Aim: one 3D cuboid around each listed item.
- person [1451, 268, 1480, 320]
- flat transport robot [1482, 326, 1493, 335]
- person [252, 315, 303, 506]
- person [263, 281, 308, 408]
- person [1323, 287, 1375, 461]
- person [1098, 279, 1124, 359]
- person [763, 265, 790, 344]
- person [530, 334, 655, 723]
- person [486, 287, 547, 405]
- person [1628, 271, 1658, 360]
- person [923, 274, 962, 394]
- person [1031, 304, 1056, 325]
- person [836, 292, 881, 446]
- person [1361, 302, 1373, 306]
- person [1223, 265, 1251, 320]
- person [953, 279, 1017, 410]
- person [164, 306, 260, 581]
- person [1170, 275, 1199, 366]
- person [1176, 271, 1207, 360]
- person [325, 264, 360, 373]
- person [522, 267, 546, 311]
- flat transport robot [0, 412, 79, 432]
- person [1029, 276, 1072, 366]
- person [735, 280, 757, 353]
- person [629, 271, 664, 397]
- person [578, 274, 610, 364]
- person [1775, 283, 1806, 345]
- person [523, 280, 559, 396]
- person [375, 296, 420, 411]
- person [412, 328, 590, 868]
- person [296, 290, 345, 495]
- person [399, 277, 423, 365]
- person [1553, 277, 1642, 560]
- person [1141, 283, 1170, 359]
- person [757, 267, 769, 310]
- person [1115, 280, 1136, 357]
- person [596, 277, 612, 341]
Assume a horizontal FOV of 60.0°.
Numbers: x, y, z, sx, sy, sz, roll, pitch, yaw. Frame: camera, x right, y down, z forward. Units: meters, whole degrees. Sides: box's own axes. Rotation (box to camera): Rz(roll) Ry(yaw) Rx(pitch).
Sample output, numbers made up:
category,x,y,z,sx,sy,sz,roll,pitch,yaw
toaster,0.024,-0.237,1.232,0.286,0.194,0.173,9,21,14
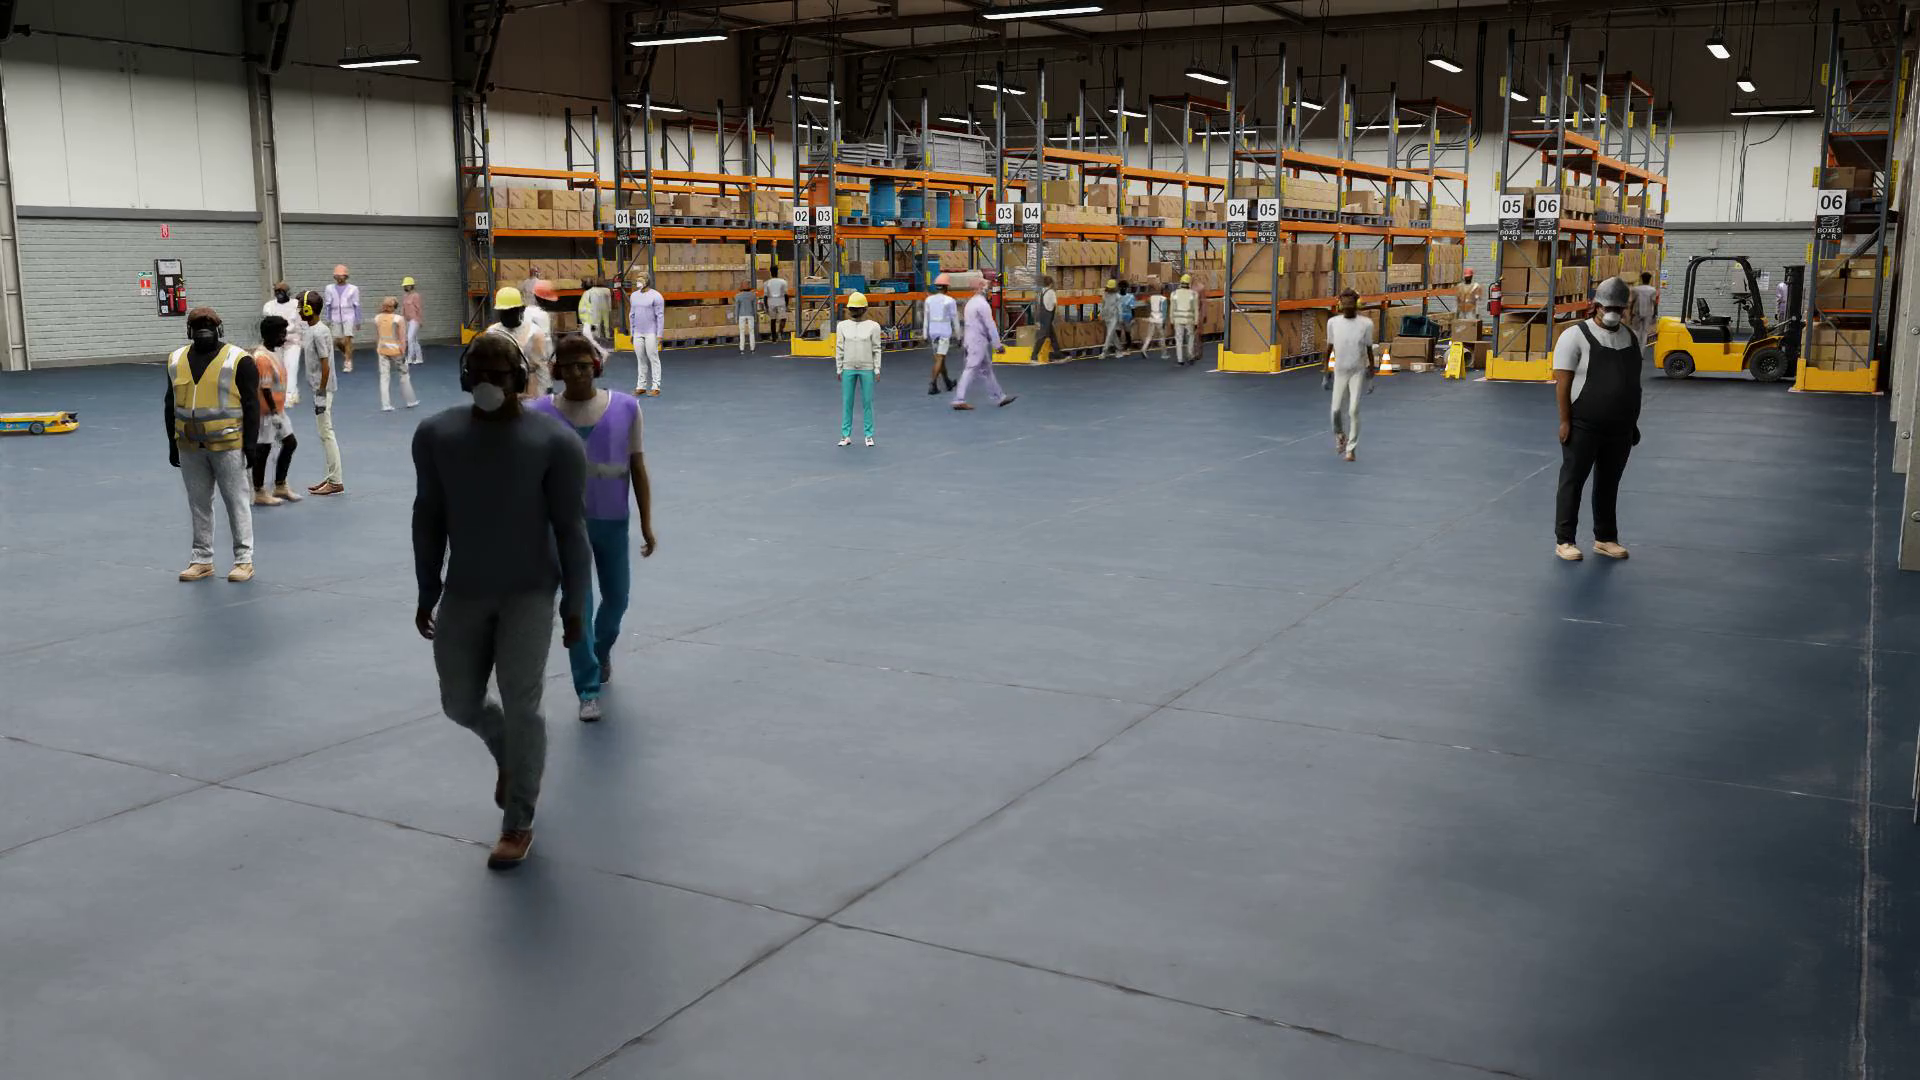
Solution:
category,x,y,z,sx,sy,sz,roll,pitch,yaw
person,11.297,-5.123,37.228,0.571,1.909,0.771,8,12,37
flat transport robot,14.562,-5.774,45.816,0.652,0.197,1.431,4,11,22
person,-5.960,-1.111,14.424,0.519,1.659,0.553,-1,10,-7
person,-9.736,-2.828,24.051,0.636,1.818,0.746,0,10,-2
person,4.147,-1.762,17.712,0.547,1.850,0.438,3,10,19
person,3.243,-4.682,35.296,0.497,1.692,0.891,9,13,42
person,-4.550,-5.839,41.266,0.666,1.952,0.596,0,10,3
person,-1.797,-0.093,8.043,0.585,1.819,0.790,-3,10,-19
person,-4.009,-1.333,15.066,0.594,1.901,0.493,2,10,9
person,14.338,-4.700,34.886,0.570,1.853,0.496,5,11,28
person,-0.265,-3.275,26.480,0.571,1.879,1.008,5,11,28
person,1.903,-5.207,37.666,0.626,1.931,0.375,0,10,-2
person,-1.165,-1.949,19.068,0.524,1.764,0.329,1,10,5
person,10.506,-6.188,43.424,0.587,1.916,0.629,6,12,32
person,5.856,-4.836,35.185,0.606,2.035,0.403,5,11,28
person,0.342,-2.769,23.630,1.024,1.843,0.635,-3,10,-15
person,-5.020,-0.639,11.152,0.633,1.846,0.429,1,10,4
person,4.473,-4.357,33.055,0.597,1.803,0.790,3,10,14
person,4.795,-4.685,34.791,0.681,1.866,0.815,4,11,24
person,-11.569,-4.155,31.210,0.633,2.026,0.545,-1,10,-3
person,-10.280,-5.657,40.352,0.636,1.911,0.405,6,11,29
flat transport robot,-11.654,-1.434,20.406,1.431,0.197,0.652,-4,11,-22
person,1.785,-4.356,33.089,0.975,1.786,0.616,-3,10,-20
person,-4.786,-4.993,37.272,0.506,1.630,0.280,-3,10,-18
person,-4.869,-3.191,25.819,0.627,1.941,0.374,5,11,29
person,-7.121,-4.224,32.212,0.564,1.826,0.628,-4,11,-24
person,18.425,-5.078,36.943,0.587,1.920,0.383,5,11,28
person,-4.960,-2.090,19.544,0.419,1.896,0.615,-7,12,-37
person,-7.986,-2.639,23.574,0.520,1.604,0.786,2,10,12
person,-1.645,0.191,6.058,0.649,1.924,0.588,1,10,5
person,-5.854,-1.340,15.203,0.315,1.864,0.528,-4,10,-21
person,-11.093,-4.377,33.343,0.537,1.746,0.698,9,13,41
person,4.618,-0.869,11.928,0.672,2.000,0.536,-2,10,-14
person,4.129,-4.608,35.072,0.520,1.613,0.732,9,13,43
person,-5.306,-6.405,44.803,0.574,1.882,0.356,5,11,28
person,3.537,-4.771,35.863,0.537,1.669,0.778,3,10,18
person,-9.180,-5.913,42.645,0.505,1.631,0.271,0,10,-2
